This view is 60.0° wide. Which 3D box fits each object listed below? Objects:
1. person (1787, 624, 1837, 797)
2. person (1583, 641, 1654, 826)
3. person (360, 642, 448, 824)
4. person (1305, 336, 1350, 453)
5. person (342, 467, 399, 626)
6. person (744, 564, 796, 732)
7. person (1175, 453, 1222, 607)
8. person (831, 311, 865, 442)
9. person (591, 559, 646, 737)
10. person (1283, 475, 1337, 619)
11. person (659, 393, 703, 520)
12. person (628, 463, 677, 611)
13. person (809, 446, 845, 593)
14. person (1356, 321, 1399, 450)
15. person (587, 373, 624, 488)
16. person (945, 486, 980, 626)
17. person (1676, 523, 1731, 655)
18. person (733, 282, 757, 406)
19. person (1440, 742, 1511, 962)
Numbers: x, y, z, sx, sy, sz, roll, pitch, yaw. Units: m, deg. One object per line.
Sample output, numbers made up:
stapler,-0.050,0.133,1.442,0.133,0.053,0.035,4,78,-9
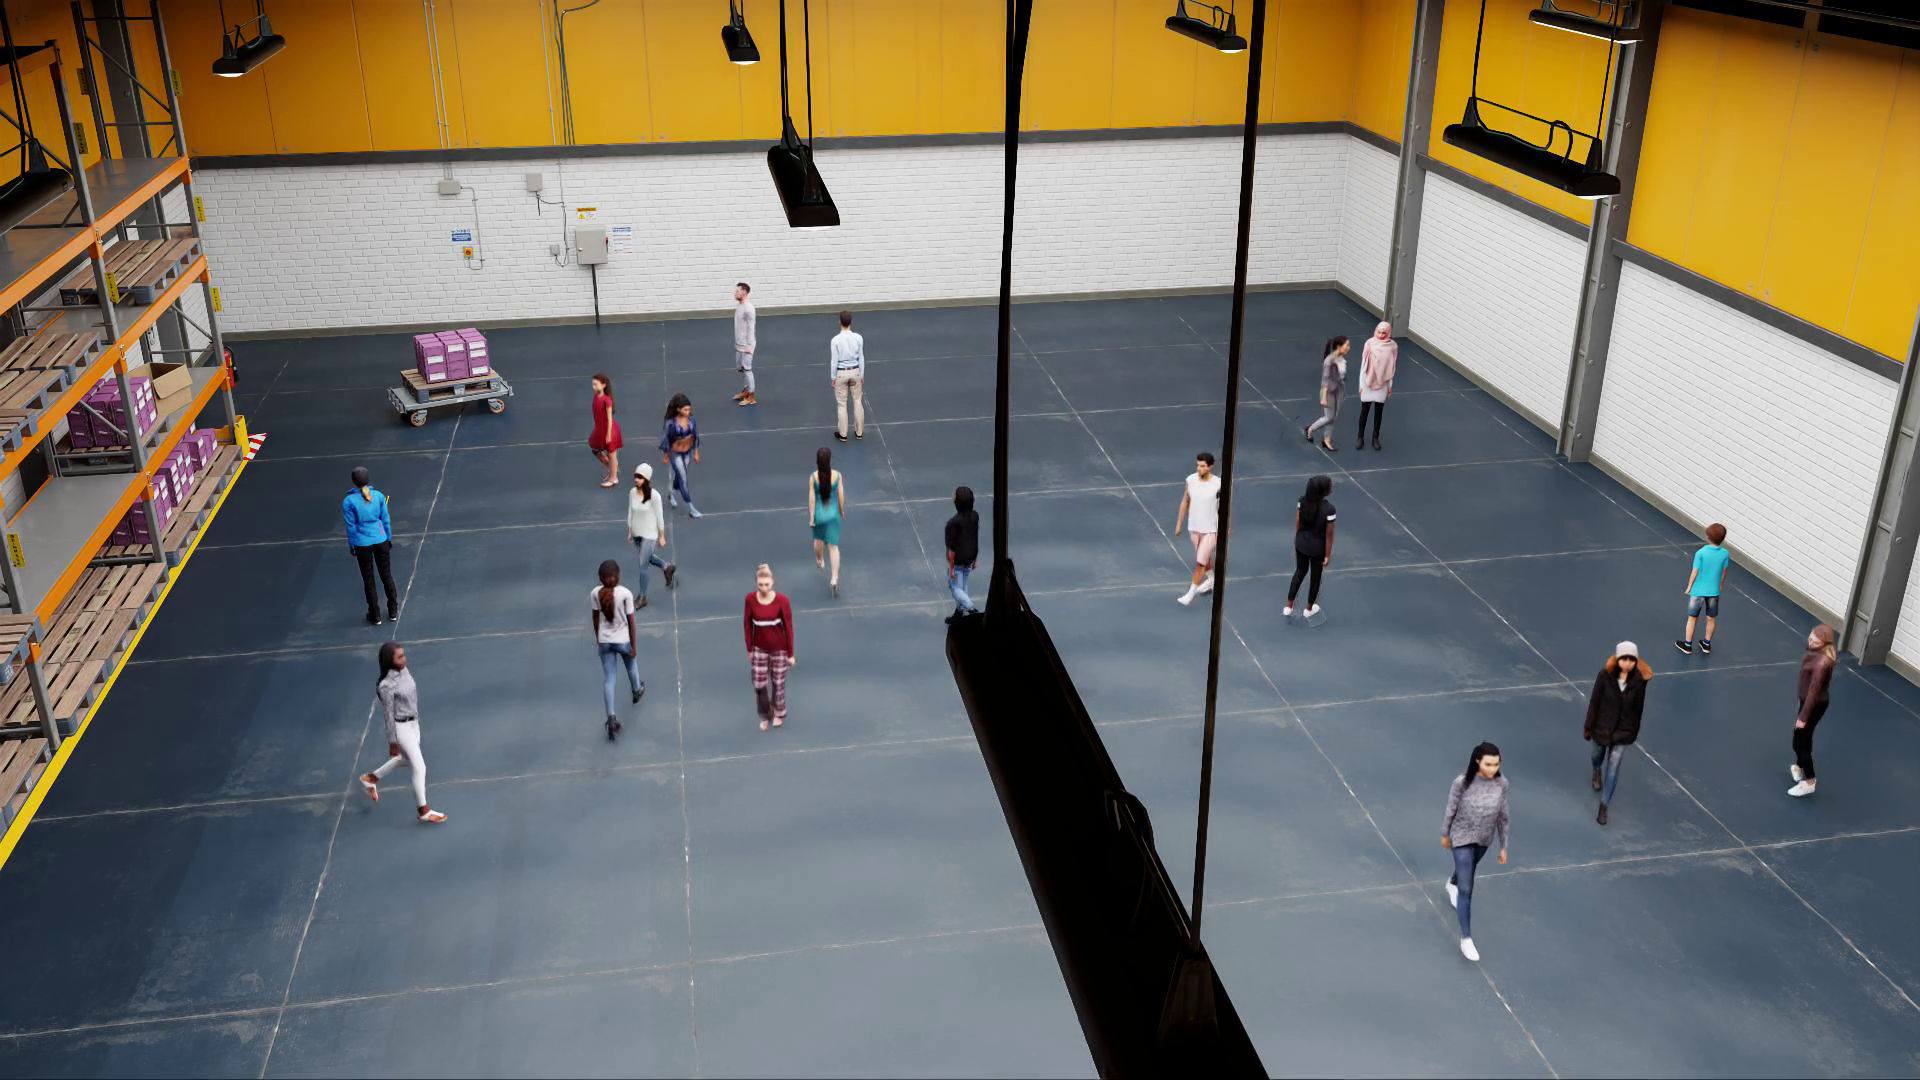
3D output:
person,7.598,1.476,14.795,0.835,1.683,0.887,-21,31,-39
person,5.711,1.610,14.590,0.971,1.601,1.150,9,25,19
person,-4.892,1.655,14.361,0.843,1.701,1.040,3,24,6
person,5.014,-2.000,22.774,0.928,1.660,0.867,17,29,33
person,-6.340,0.051,17.912,0.682,1.797,0.646,-13,27,-28
person,-1.802,1.000,15.876,0.682,1.689,0.688,-1,24,-2
person,2.753,-0.150,18.451,1.145,1.734,1.145,20,31,38
person,-1.576,-2.288,23.202,0.695,1.845,0.652,-9,25,-20
person,-3.290,1.039,15.800,0.817,1.678,1.218,2,24,5
person,3.789,0.099,17.904,0.947,1.715,0.997,14,27,29
person,-3.534,-1.068,20.740,0.997,1.582,1.176,-16,28,-33
person,-3.443,-0.087,18.445,0.996,1.622,1.091,13,27,28
person,-1.475,-0.200,18.682,0.577,1.640,1.032,-5,24,-12
person,5.723,-2.138,22.912,0.701,1.803,0.690,3,24,6
person,-4.557,-1.459,21.679,0.759,1.546,0.699,-21,31,-39
person,0.074,0.251,17.599,0.891,1.681,1.038,-21,31,-40
person,7.776,0.497,17.324,0.544,1.449,0.519,-1,24,-2
person,-3.190,-2.936,24.694,0.818,1.837,0.631,-10,26,-22
person,3.967,2.285,12.949,0.688,1.679,1.214,-2,24,-4
